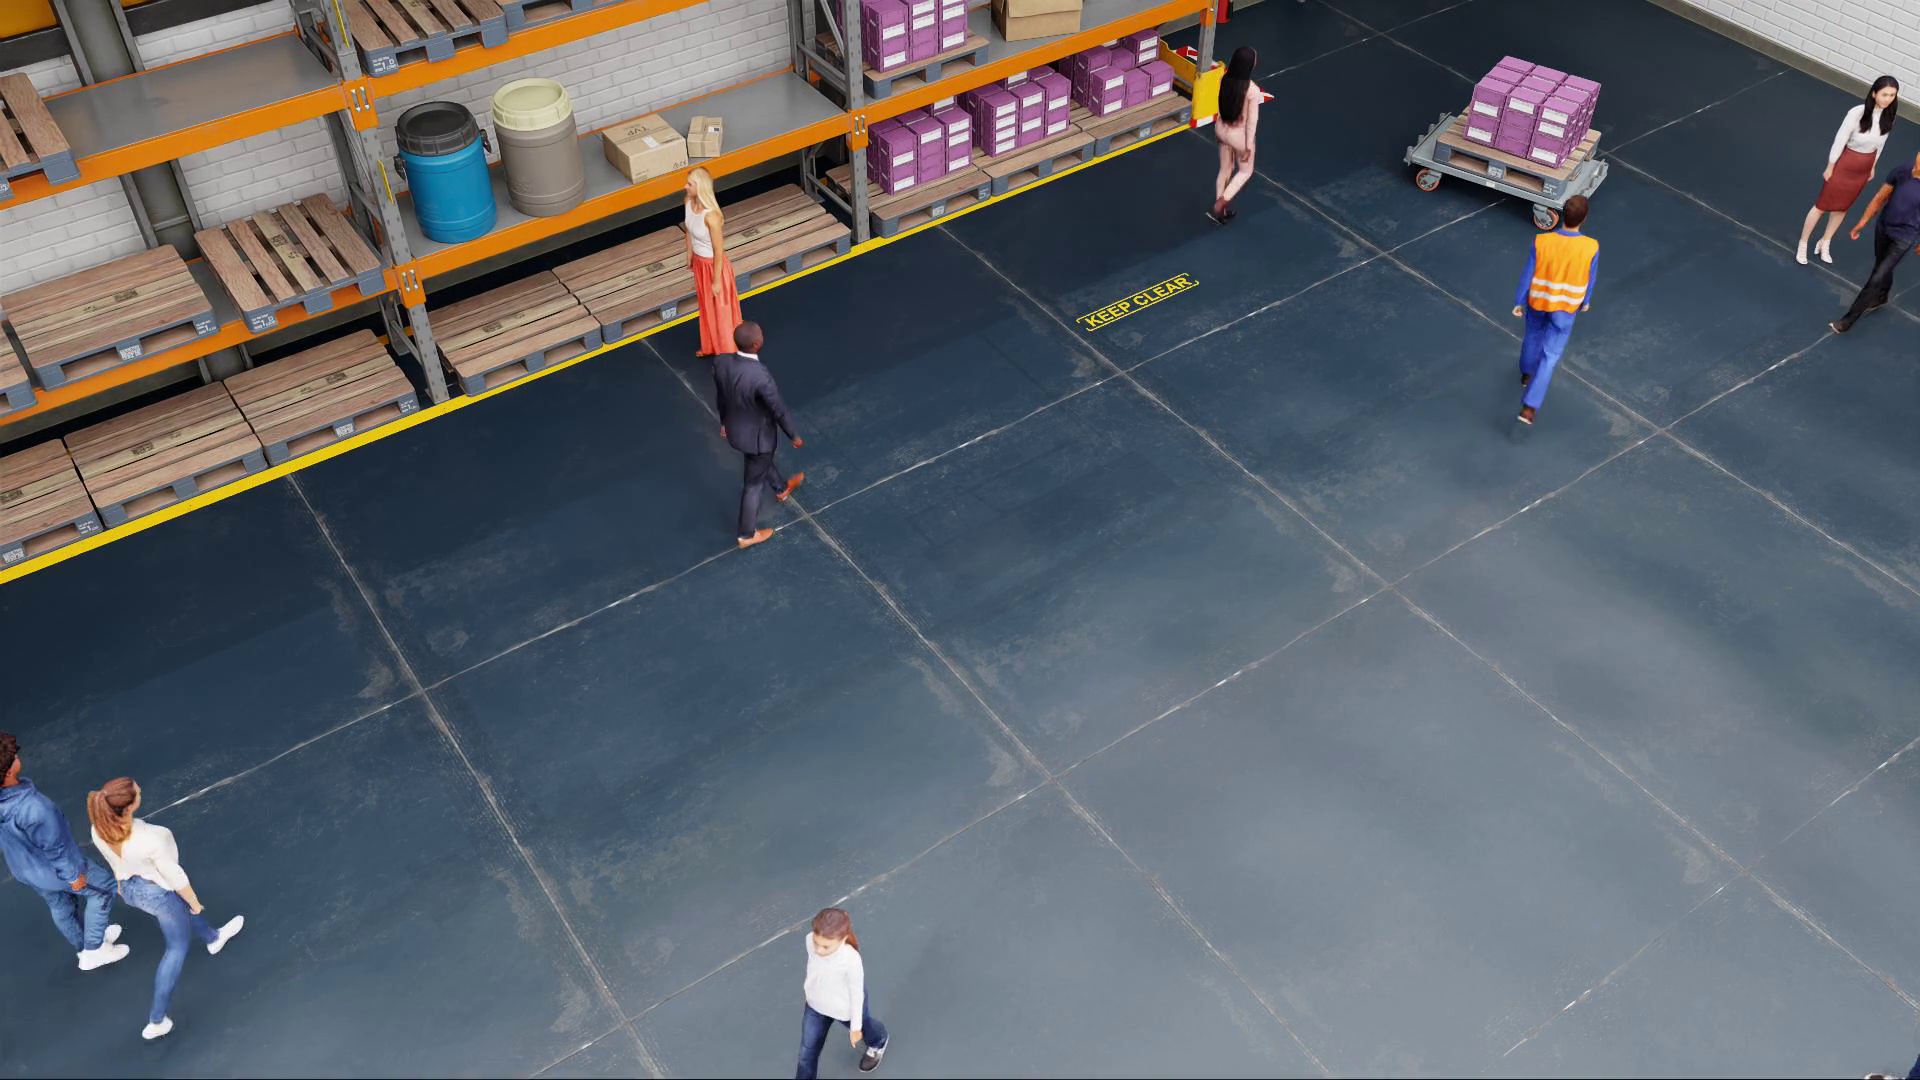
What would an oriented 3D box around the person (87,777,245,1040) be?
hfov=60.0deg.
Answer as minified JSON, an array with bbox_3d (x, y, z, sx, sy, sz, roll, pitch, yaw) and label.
[{"bbox_3d":[-4.330,1.957,8.857,1.034,1.695,1.213,15,46,15],"label":"person"}]

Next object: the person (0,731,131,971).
[{"bbox_3d":[-4.984,1.771,8.982,0.802,1.792,0.818,20,47,20],"label":"person"}]

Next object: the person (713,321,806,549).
[{"bbox_3d":[-1.494,-0.677,11.551,1.092,1.793,0.829,-33,53,-30],"label":"person"}]

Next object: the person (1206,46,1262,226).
[{"bbox_3d":[2.334,-3.485,14.559,0.732,1.711,0.663,-31,52,-29],"label":"person"}]

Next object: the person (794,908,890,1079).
[{"bbox_3d":[-0.574,2.342,8.583,0.798,1.517,1.069,24,48,23],"label":"person"}]

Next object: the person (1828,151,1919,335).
[{"bbox_3d":[7.677,-2.524,13.533,1.136,1.735,0.726,-20,47,-20],"label":"person"}]

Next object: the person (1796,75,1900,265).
[{"bbox_3d":[7.576,-3.141,14.168,0.619,1.750,0.732,-2,44,-3],"label":"person"}]

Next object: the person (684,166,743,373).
[{"bbox_3d":[-1.958,-2.136,13.076,0.561,1.803,0.618,-27,50,-25],"label":"person"}]

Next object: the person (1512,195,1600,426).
[{"bbox_3d":[4.480,-1.715,12.614,1.100,1.830,1.324,19,47,19],"label":"person"}]
